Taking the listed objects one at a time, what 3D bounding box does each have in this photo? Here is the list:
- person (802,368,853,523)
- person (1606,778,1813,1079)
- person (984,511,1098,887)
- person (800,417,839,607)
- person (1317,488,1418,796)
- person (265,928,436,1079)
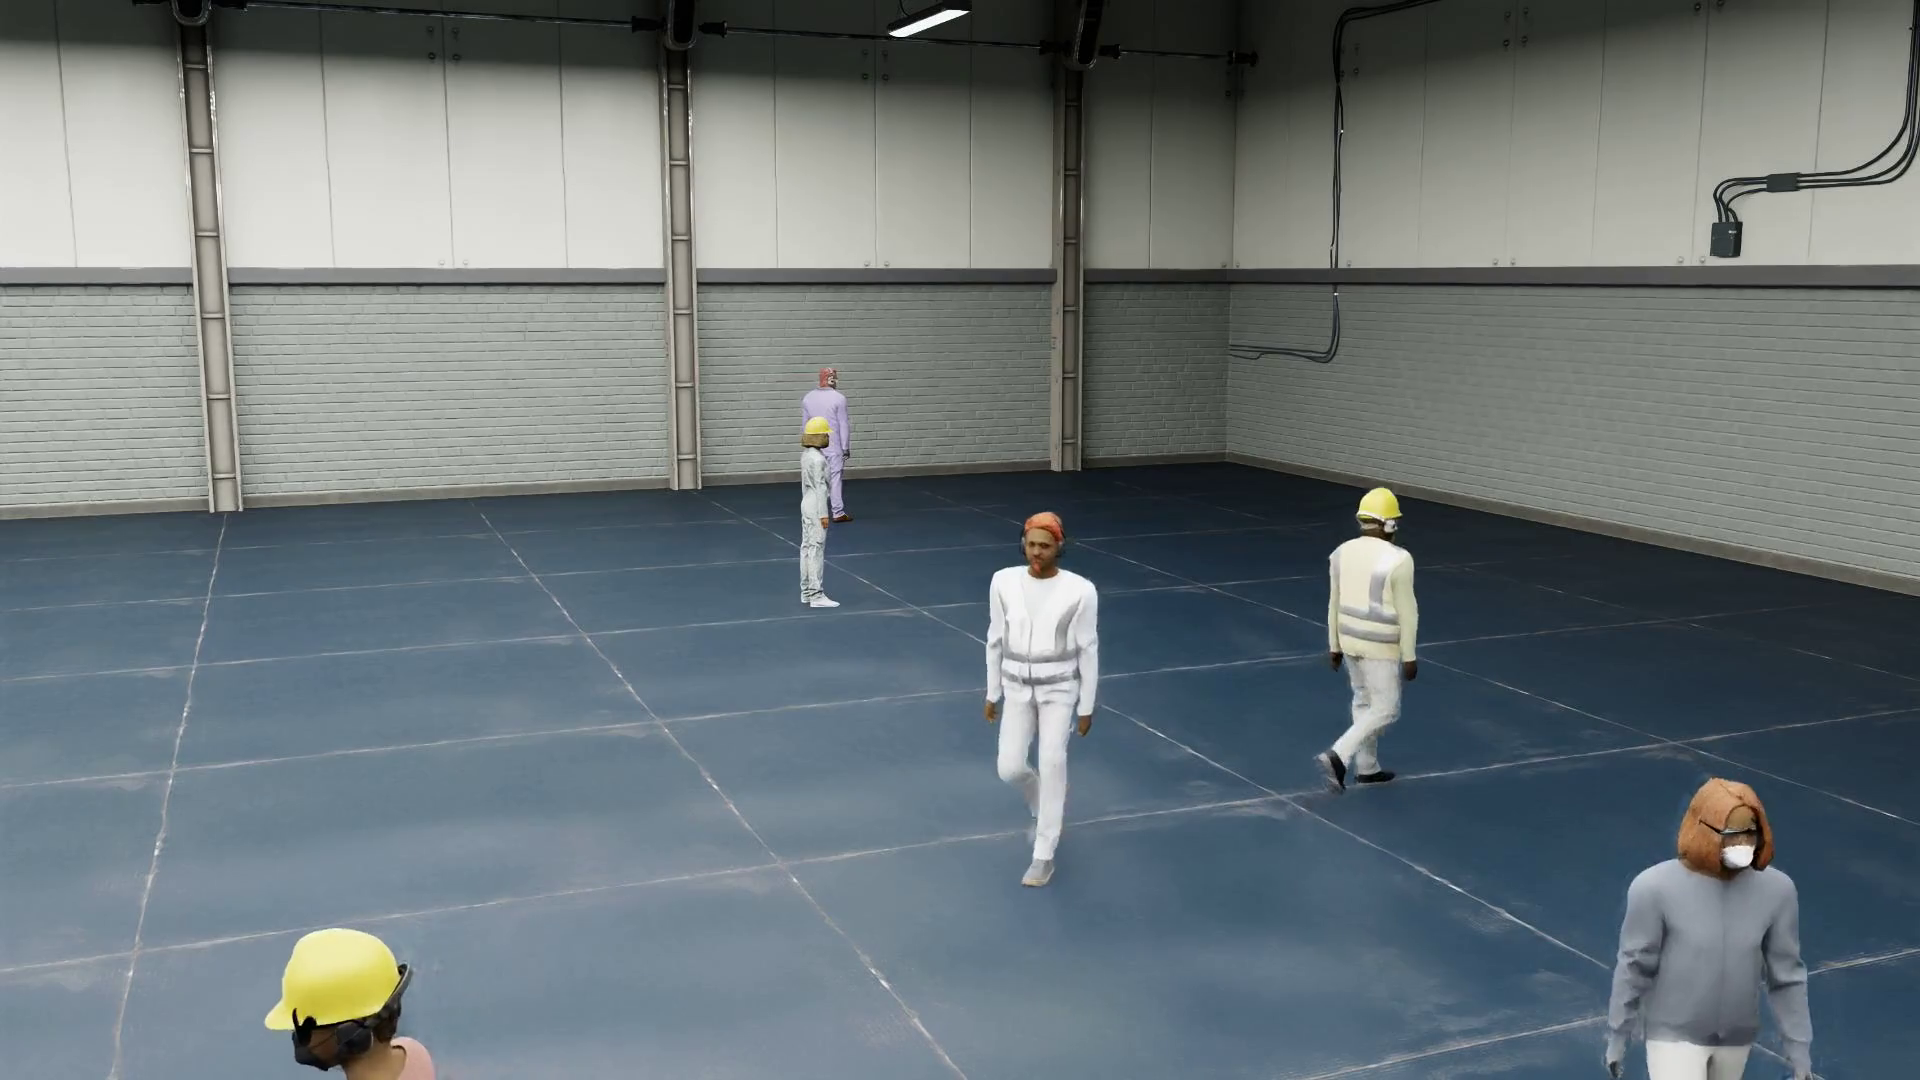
[{"bbox_3d":[-1.614,-1.165,20.469,0.637,1.904,0.403,5,10,30],"label":"person"},{"bbox_3d":[2.186,1.483,4.753,0.526,1.593,0.802,-1,9,-7],"label":"person"},{"bbox_3d":[0.421,0.774,8.386,0.598,1.871,0.542,4,10,22],"label":"person"},{"bbox_3d":[-1.304,-0.260,15.276,0.299,1.745,0.483,-4,10,-21],"label":"person"},{"bbox_3d":[2.334,0.605,9.631,0.653,1.813,0.598,-5,10,-30],"label":"person"},{"bbox_3d":[-1.241,1.630,3.430,0.748,1.729,0.546,-1,9,-8],"label":"person"}]
